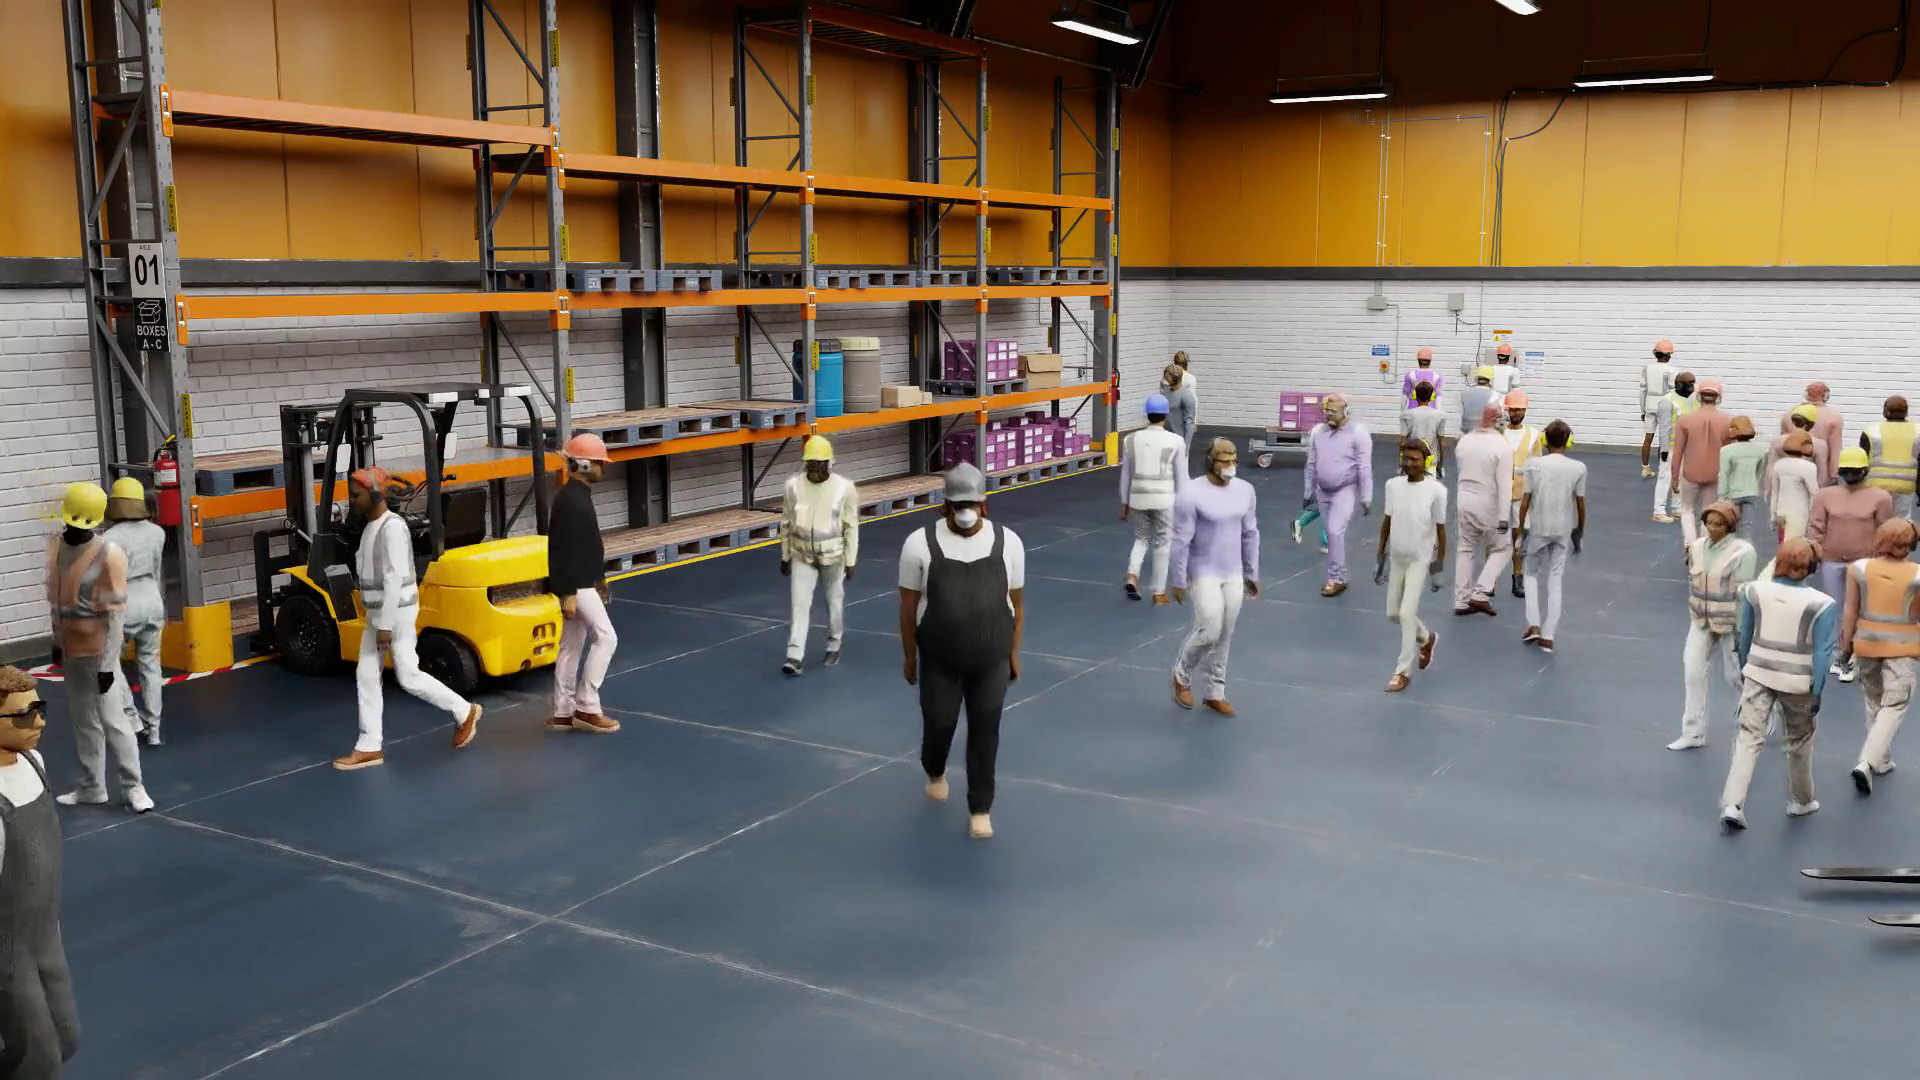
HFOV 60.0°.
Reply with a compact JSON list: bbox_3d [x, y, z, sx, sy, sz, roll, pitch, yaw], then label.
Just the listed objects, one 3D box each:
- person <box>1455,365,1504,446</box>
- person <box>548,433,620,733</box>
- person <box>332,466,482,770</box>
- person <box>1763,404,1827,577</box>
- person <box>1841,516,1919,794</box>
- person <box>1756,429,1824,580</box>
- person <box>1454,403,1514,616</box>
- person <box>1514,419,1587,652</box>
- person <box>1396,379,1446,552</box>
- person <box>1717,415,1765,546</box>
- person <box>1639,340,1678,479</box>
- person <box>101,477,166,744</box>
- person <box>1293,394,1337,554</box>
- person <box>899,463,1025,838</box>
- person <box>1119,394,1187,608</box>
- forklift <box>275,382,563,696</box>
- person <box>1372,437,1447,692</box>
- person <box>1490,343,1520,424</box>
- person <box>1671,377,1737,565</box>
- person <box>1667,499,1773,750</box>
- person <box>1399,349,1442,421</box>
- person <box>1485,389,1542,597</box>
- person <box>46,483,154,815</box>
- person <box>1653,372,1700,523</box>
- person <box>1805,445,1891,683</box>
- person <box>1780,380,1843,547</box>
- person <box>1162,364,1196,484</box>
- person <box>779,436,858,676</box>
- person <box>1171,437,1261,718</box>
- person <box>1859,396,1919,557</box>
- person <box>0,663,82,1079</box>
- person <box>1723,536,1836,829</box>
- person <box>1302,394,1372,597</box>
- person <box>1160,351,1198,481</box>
[{"bbox_3d":[6.870,-1.387,21.837,0.630,1.806,0.682,7,11,36],"label":"person"},{"bbox_3d":[-2.439,0.285,10.904,0.591,1.967,0.619,-2,9,-13],"label":"person"},{"bbox_3d":[-3.428,0.458,10.223,0.851,1.859,0.582,-7,12,-39],"label":"person"},{"bbox_3d":[8.340,-0.497,16.626,0.534,1.714,0.934,7,12,39],"label":"person"},{"bbox_3d":[5.411,0.660,9.710,0.806,1.606,0.527,-8,12,-41],"label":"person"},{"bbox_3d":[7.546,-0.213,15.139,0.788,1.604,0.495,-1,9,-9],"label":"person"},{"bbox_3d":[4.581,-0.257,14.552,0.433,1.883,0.683,-5,11,-30],"label":"person"},{"bbox_3d":[4.720,-0.043,13.321,0.565,1.849,0.533,2,9,9],"label":"person"},{"bbox_3d":[4.988,-0.798,17.988,0.510,1.872,0.329,1,9,9],"label":"person"},{"bbox_3d":[7.664,-0.427,16.460,0.511,1.615,0.581,-1,9,-5],"label":"person"},{"bbox_3d":[10.248,-1.906,24.359,0.378,2.045,0.605,-6,11,-33],"label":"person"},{"bbox_3d":[-5.274,0.460,10.604,0.397,1.721,0.494,5,10,28],"label":"person"},{"bbox_3d":[3.888,-0.723,17.958,0.521,1.738,0.743,-7,11,-36],"label":"person"},{"bbox_3d":[0.022,0.558,8.995,0.684,2.000,0.655,-1,9,-7],"label":"person"},{"bbox_3d":[1.741,-0.346,14.996,0.600,1.932,0.519,5,11,31],"label":"person"},{"bbox_3d":[-3.974,-0.067,12.417,2.313,2.155,1.214,5,11,30],"label":"forklift"},{"bbox_3d":[3.312,0.151,12.146,0.737,1.848,0.525,-8,12,-41],"label":"person"},{"bbox_3d":[8.342,-2.059,25.646,0.553,1.935,0.361,4,10,26],"label":"person"},{"bbox_3d":[7.555,-0.671,16.882,0.636,1.966,0.436,3,10,20],"label":"person"},{"bbox_3d":[4.861,0.529,10.519,0.728,1.609,0.528,-5,10,-27],"label":"person"},{"bbox_3d":[6.895,-1.916,24.922,0.568,1.885,0.982,1,9,5],"label":"person"},{"bbox_3d":[5.124,-0.432,15.479,0.545,1.943,0.348,2,9,10],"label":"person"},{"bbox_3d":[-4.855,0.603,9.238,0.684,1.880,0.376,5,11,30],"label":"person"},{"bbox_3d":[8.693,-1.119,20.128,0.626,1.835,0.431,-5,10,-27],"label":"person"},{"bbox_3d":[6.537,0.173,12.304,0.542,1.734,0.728,7,11,37],"label":"person"},{"bbox_3d":[8.997,-0.741,17.565,0.564,1.886,0.675,-8,12,-41],"label":"person"},{"bbox_3d":[2.583,-1.154,20.016,0.371,1.935,0.627,-4,10,-25],"label":"person"},{"bbox_3d":[-1.082,0.125,12.455,0.624,1.788,0.904,1,9,7],"label":"person"},{"bbox_3d":[1.732,0.258,11.248,0.643,1.927,0.436,-6,11,-31],"label":"person"},{"bbox_3d":[9.255,-0.538,16.592,0.632,1.790,0.951,3,10,19],"label":"person"},{"bbox_3d":[-3.021,1.274,5.193,0.633,1.829,0.515,-1,9,-4],"label":"person"},{"bbox_3d":[4.441,0.772,9.027,0.841,1.600,0.522,-8,12,-43],"label":"person"},{"bbox_3d":[3.460,-0.419,15.565,0.694,1.883,0.681,-7,11,-37],"label":"person"},{"bbox_3d":[3.048,-1.659,23.150,0.377,1.940,0.628,-7,12,-39],"label":"person"}]
